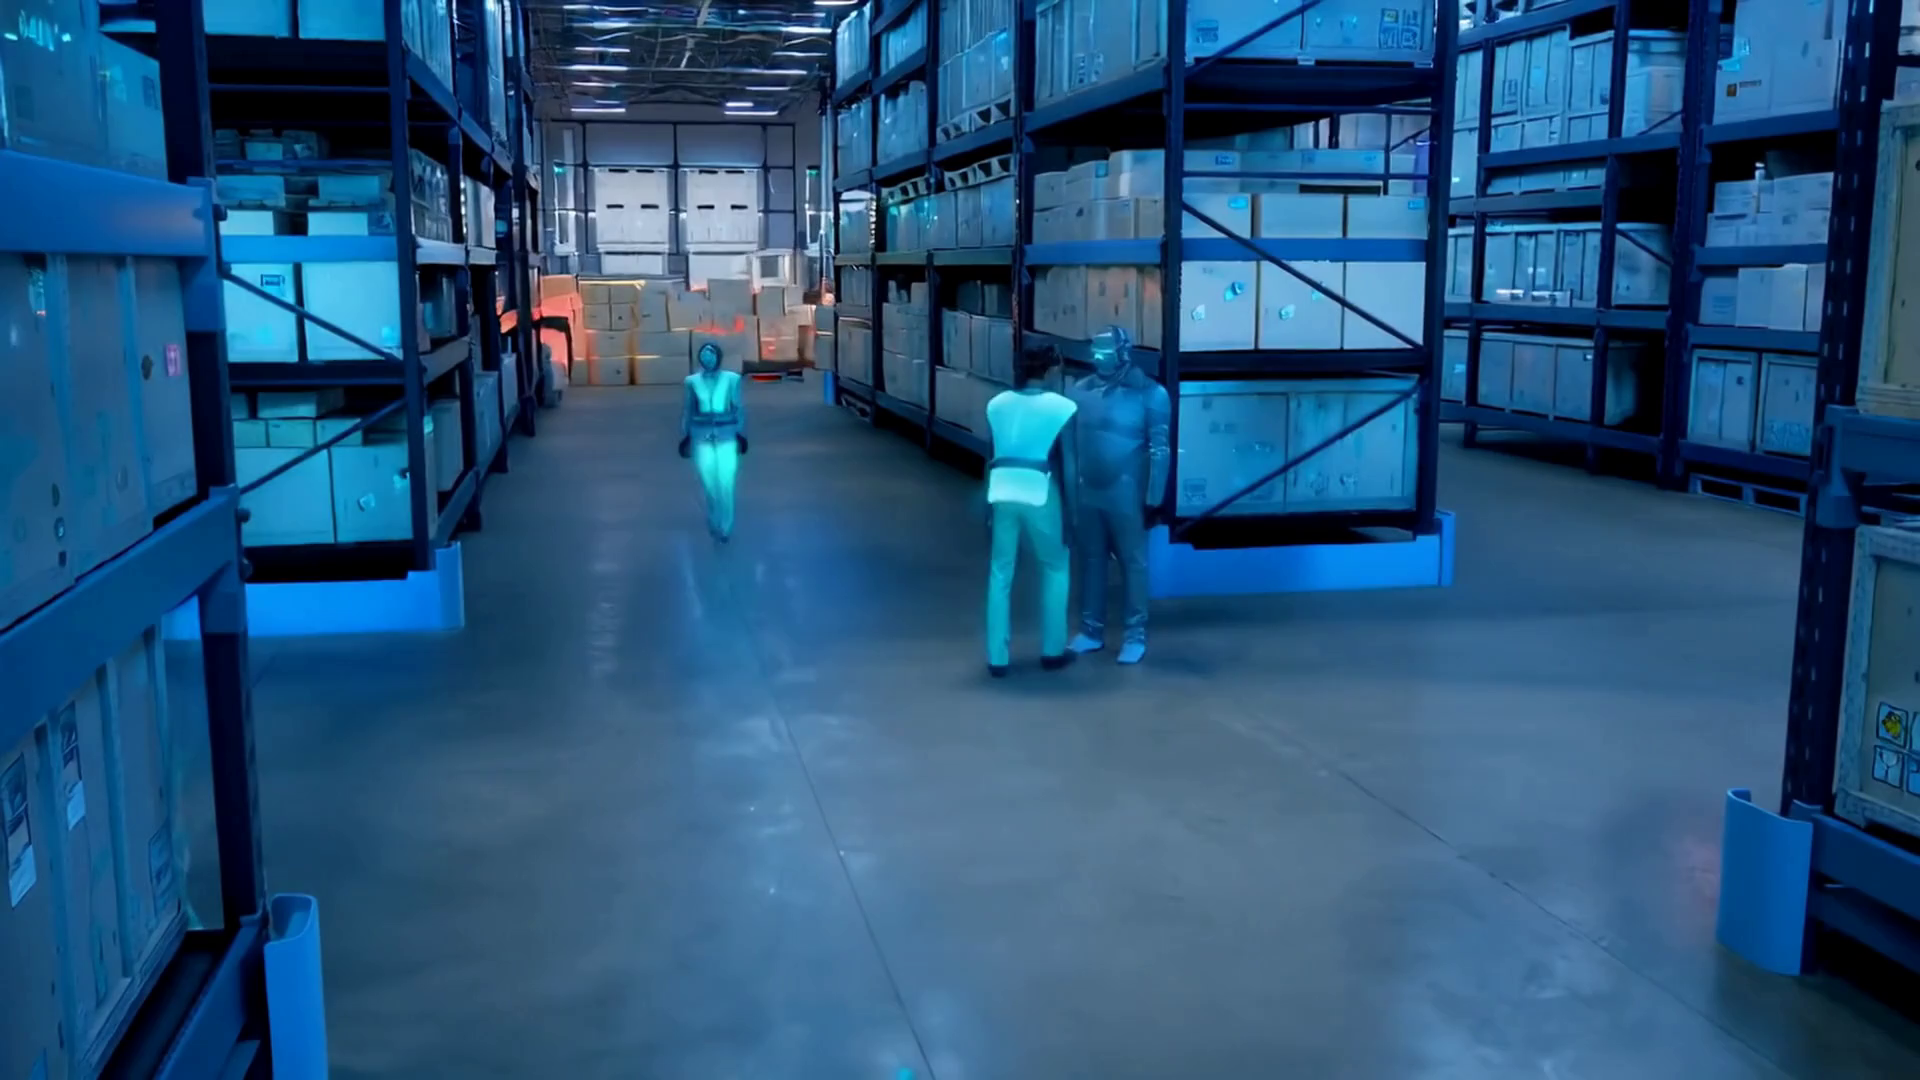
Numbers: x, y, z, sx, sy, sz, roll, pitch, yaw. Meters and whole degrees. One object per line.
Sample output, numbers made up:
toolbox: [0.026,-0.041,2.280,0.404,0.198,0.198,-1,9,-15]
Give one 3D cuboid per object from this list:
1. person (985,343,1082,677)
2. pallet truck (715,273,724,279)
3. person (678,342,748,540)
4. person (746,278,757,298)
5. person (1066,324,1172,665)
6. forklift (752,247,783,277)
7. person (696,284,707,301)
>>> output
person: [0.397,-0.163,9.101,0.562,1.804,0.609,4,10,25]
pallet truck: [-8.580,-8.986,62.280,1.885,1.965,0.823,1,9,5]
person: [-2.012,-0.789,13.486,0.548,1.599,0.803,0,9,0]
person: [-6.190,-6.643,48.254,0.645,1.918,0.596,-5,11,-29]
person: [0.856,-0.256,9.357,0.643,1.905,0.399,7,12,37]
forklift: [-5.819,-7.508,50.585,1.129,2.768,1.873,-3,10,-18]
person: [-9.752,-8.895,62.952,0.594,1.598,0.652,2,9,10]
